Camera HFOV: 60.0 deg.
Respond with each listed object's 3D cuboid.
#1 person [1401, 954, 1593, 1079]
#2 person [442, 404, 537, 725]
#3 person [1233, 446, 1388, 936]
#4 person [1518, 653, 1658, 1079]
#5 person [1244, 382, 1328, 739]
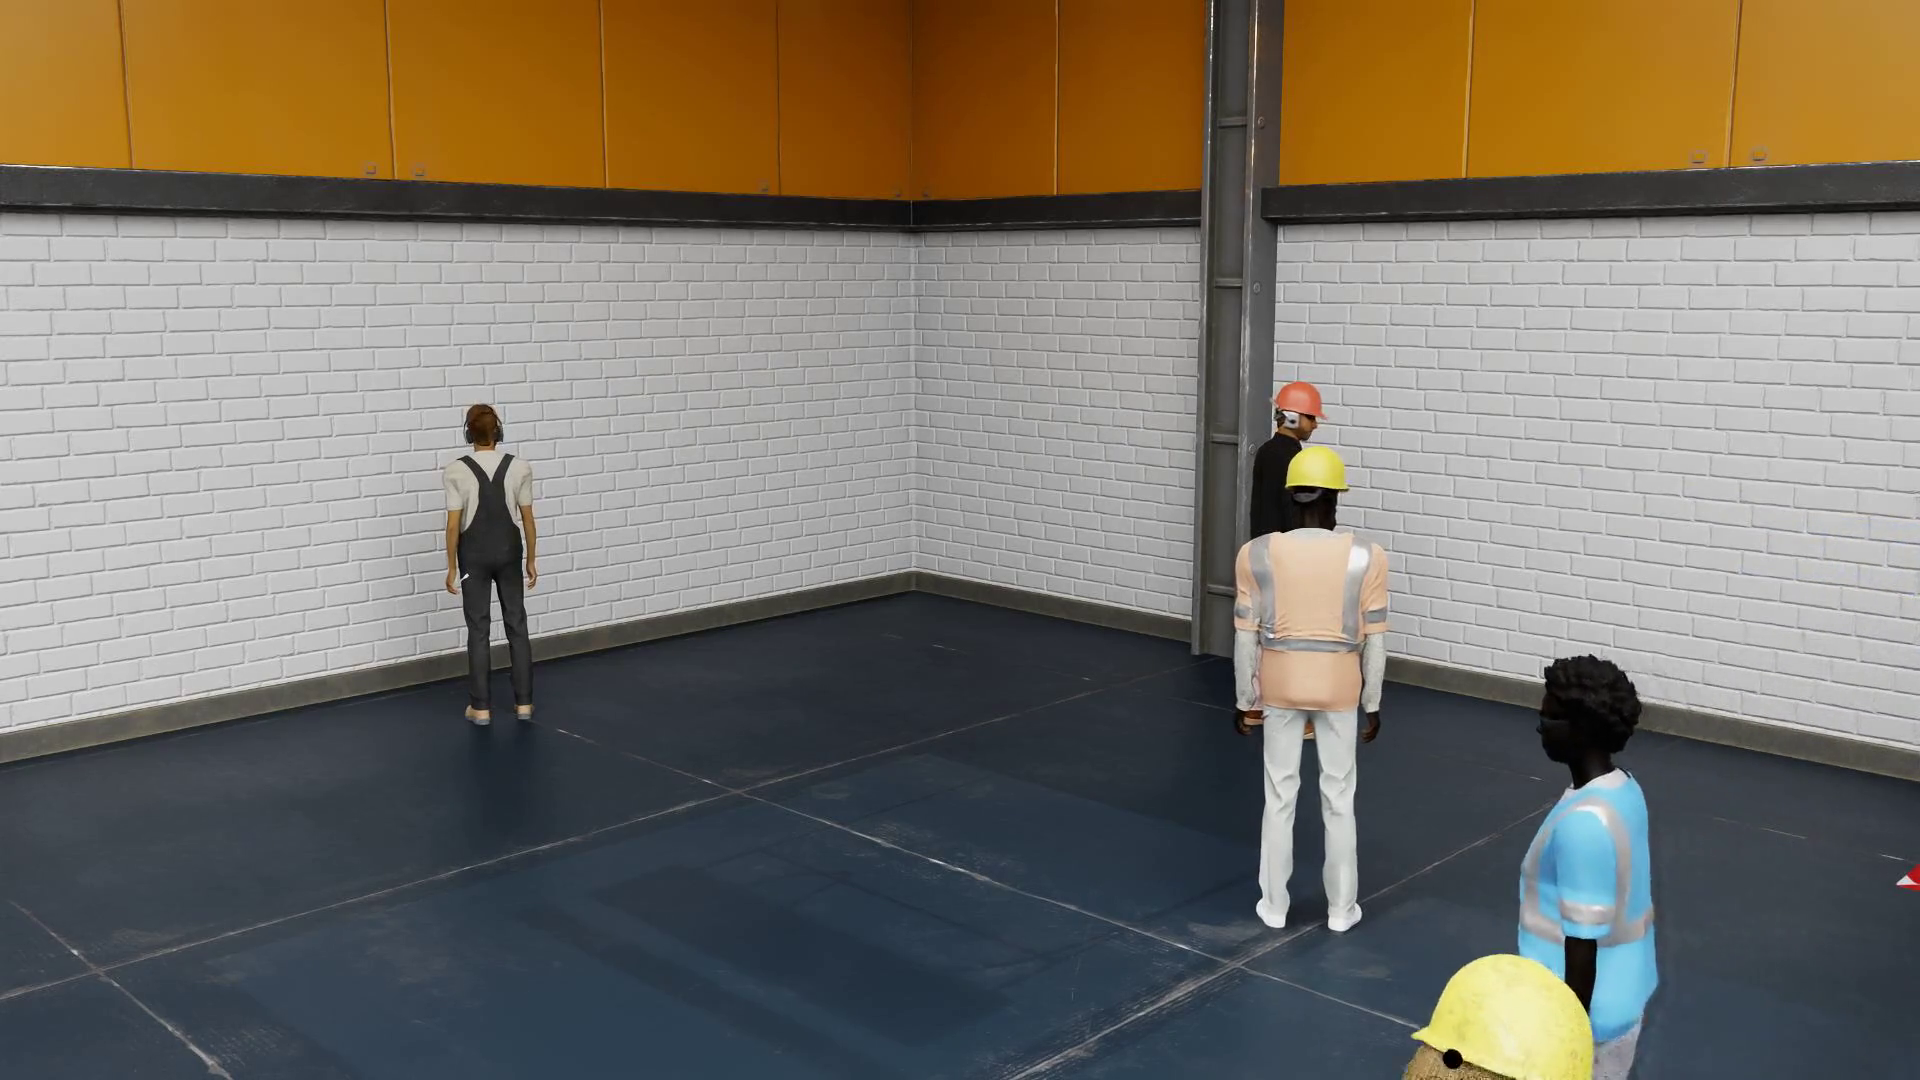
[{"bbox_3d":[0.705,1.404,2.225,0.680,1.699,0.510,3,10,18],"label":"person"},{"bbox_3d":[-2.695,0.139,9.561,0.517,1.841,0.324,-5,10,-26],"label":"person"},{"bbox_3d":[1.366,0.595,6.527,0.587,1.922,0.383,2,10,14],"label":"person"},{"bbox_3d":[1.495,1.109,4.101,0.408,1.677,0.544,6,11,33],"label":"person"},{"bbox_3d":[1.826,0.108,9.314,0.403,1.988,0.620,-1,9,-8],"label":"person"}]
